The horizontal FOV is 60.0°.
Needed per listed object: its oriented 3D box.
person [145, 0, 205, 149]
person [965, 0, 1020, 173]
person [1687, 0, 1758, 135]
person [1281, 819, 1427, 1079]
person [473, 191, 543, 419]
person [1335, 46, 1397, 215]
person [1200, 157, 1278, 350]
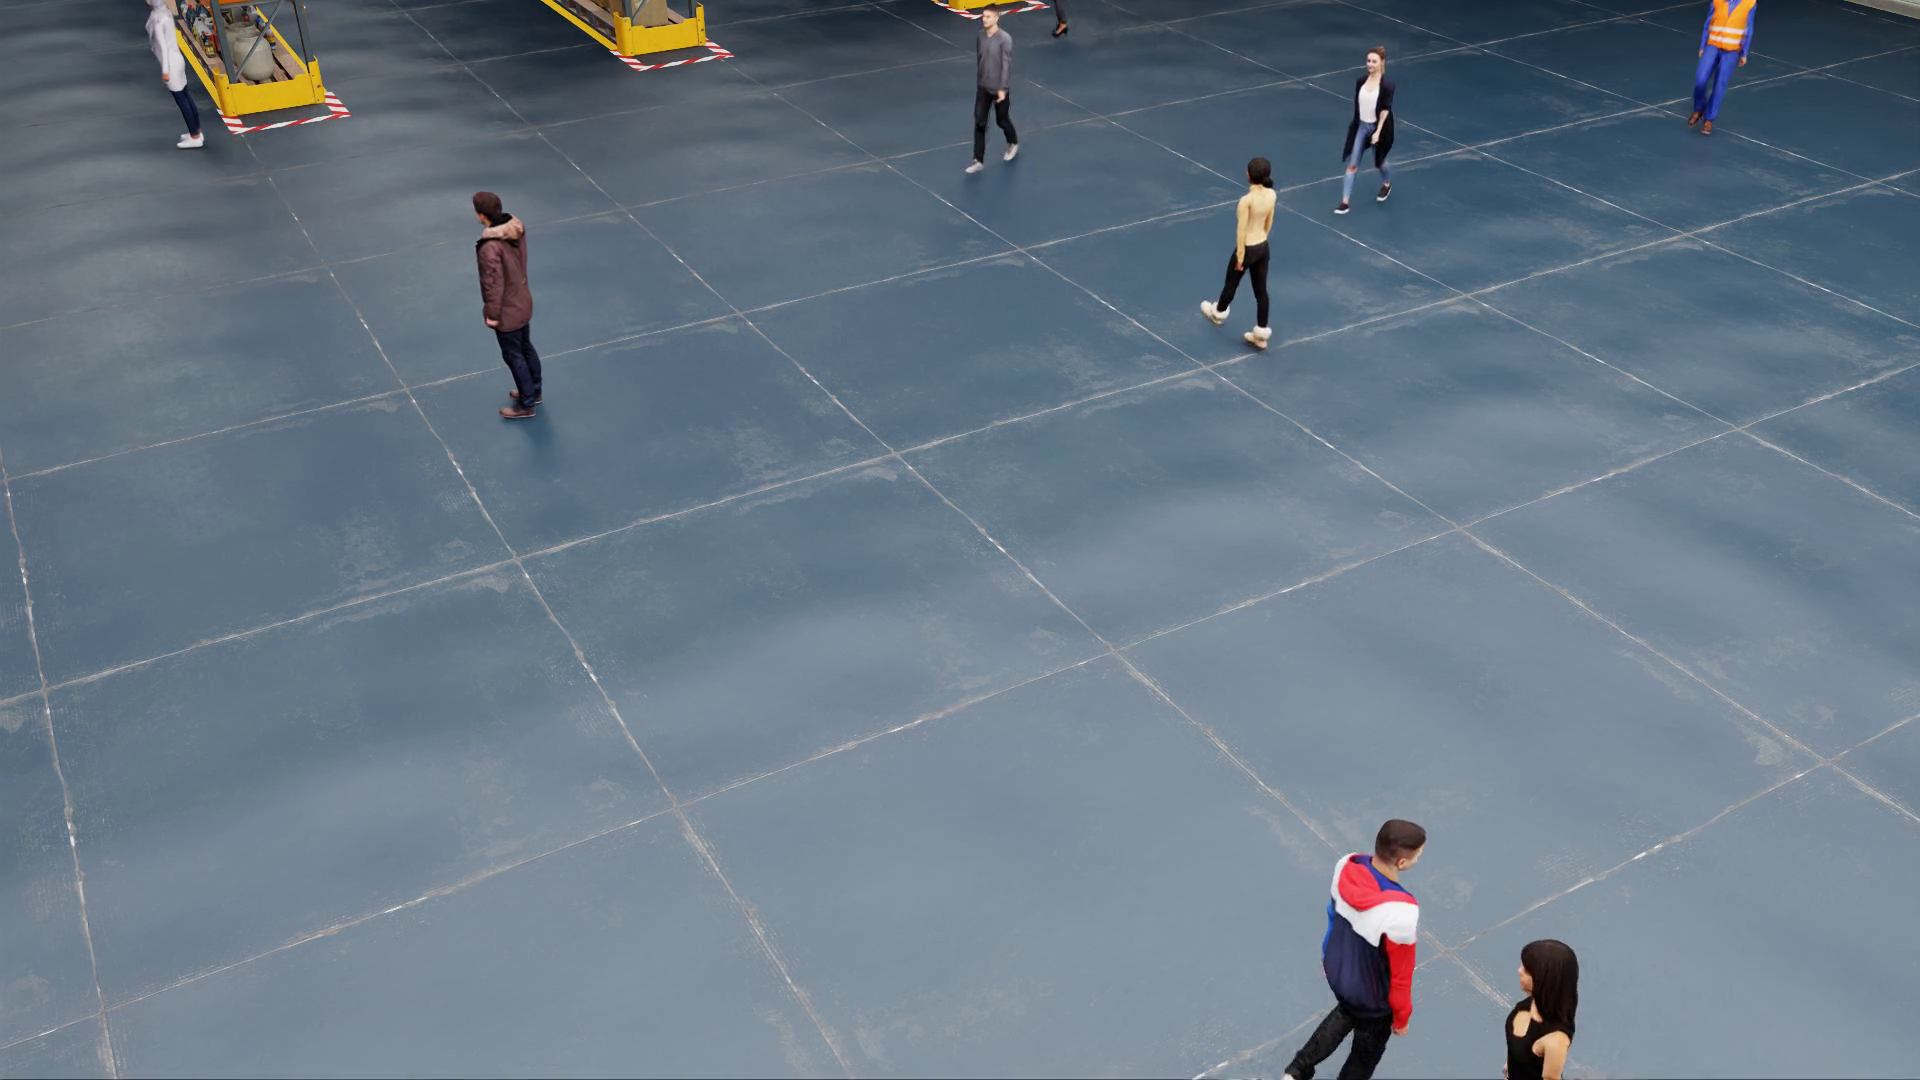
[{"bbox_3d":[-8.759,-5.273,18.510,0.750,1.775,0.608,-4,32,-7],"label":"person"},{"bbox_3d":[0.413,-4.879,17.926,1.143,1.733,1.038,17,36,25],"label":"person"},{"bbox_3d":[8.687,-5.575,18.918,0.798,1.852,0.887,15,35,23],"label":"person"},{"bbox_3d":[1.656,1.914,7.147,0.766,1.744,0.702,-11,34,-17],"label":"person"},{"bbox_3d":[-3.525,-1.845,13.012,0.930,1.844,0.835,4,32,6],"label":"person"},{"bbox_3d":[4.228,-4.149,16.854,1.167,1.641,0.958,24,40,33],"label":"person"},{"bbox_3d":[2.531,-2.401,14.104,0.593,1.620,1.029,-17,36,-25],"label":"person"}]
